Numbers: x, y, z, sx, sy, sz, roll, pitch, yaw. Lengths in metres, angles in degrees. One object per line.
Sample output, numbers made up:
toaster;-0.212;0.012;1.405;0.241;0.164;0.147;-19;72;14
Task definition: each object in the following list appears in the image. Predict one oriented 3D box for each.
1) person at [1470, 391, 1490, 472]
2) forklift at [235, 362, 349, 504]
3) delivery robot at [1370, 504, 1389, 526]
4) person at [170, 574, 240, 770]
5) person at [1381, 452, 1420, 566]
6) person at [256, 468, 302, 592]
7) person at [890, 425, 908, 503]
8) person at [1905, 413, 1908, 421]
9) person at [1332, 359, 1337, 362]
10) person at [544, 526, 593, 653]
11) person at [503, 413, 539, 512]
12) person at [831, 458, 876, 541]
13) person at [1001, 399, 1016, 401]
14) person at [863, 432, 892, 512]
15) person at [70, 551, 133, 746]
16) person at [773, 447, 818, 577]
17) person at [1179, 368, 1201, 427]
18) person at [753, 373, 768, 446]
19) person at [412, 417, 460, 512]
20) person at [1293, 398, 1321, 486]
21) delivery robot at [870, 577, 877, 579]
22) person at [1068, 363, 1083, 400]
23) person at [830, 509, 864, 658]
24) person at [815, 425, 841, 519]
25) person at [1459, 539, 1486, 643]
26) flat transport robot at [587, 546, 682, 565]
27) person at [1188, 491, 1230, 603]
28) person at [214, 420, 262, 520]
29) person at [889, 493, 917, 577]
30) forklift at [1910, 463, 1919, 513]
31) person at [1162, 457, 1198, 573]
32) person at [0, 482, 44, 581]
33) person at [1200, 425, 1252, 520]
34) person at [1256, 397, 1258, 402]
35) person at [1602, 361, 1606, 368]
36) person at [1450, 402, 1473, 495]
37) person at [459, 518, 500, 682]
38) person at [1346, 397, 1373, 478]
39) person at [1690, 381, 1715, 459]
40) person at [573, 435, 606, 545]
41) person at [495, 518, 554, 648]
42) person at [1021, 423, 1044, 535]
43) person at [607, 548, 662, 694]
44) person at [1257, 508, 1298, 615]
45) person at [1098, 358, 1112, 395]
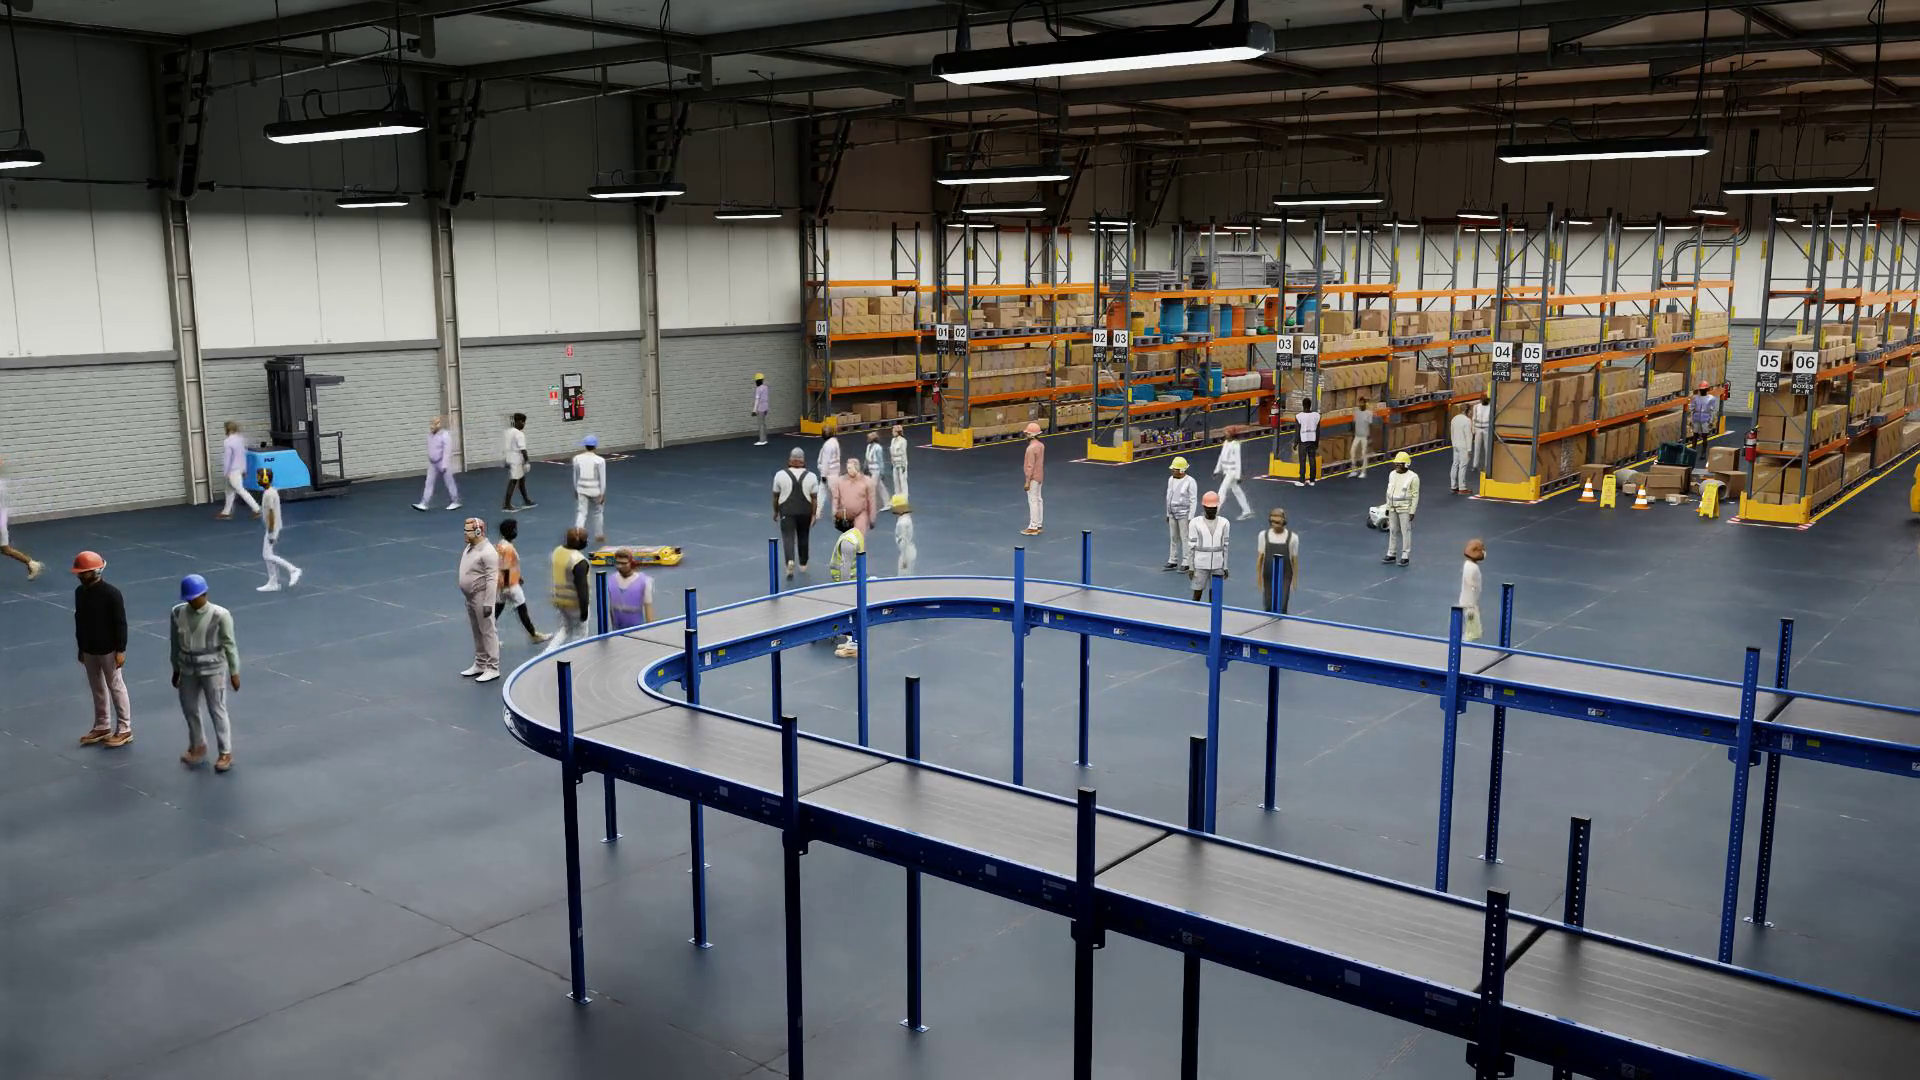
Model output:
person;12.175;-2.527;36.397;0.578;1.884;0.356;7;12;35
forklift;-13.803;-2.244;32.110;1.129;2.768;1.873;8;13;37
delivery robot;7.851;-0.490;28.516;0.707;0.478;0.477;-2;10;-13
person;-7.273;1.247;15.043;0.734;1.919;0.560;1;10;5
person;7.083;-0.511;25.181;0.403;1.835;0.586;-7;12;-34
person;-10.152;-0.158;23.150;0.522;1.848;0.531;-6;11;-28
person;-1.214;-1.483;31.230;0.317;1.630;0.516;-7;12;-34
person;25.642;-3.607;42.377;0.740;1.917;0.571;7;12;35
person;12.287;-5.066;51.052;0.542;1.752;0.516;10;14;44
person;-4.555;0.741;18.180;0.645;1.821;0.612;9;14;43
person;-8.637;-1.533;30.689;0.927;1.905;0.742;-9;13;-40
person;-1.654;-0.337;24.167;0.640;1.849;1.037;4;11;20
person;1.408;-4.349;46.358;0.611;1.985;0.393;1;10;8
person;-1.670;-1.308;30.350;0.830;1.582;0.583;-5;11;-24
person;-8.663;1.086;15.742;0.623;1.989;0.400;4;11;22
person;-2.548;-0.444;24.338;0.686;2.000;0.916;-2;10;-12
person;6.843;-4.236;46.453;0.883;1.728;0.523;-9;13;-41
person;-5.309;-3.484;41.673;0.383;1.923;0.601;2;10;13
person;-10.213;-1.467;30.511;0.664;1.844;1.018;6;12;30
person;7.560;-2.133;34.085;0.587;1.914;0.391;-2;10;-12
delivery robot;-1.194;0.623;21.521;0.335;0.223;0.698;4;11;21
person;3.639;-4.720;49.272;0.553;1.683;0.363;5;11;26
person;-1.396;0.519;19.401;0.430;1.835;0.619;1;10;6
person;-2.450;-1.283;29.637;0.940;1.801;0.635;0;10;3
person;6.013;0.780;18.491;0.413;1.619;0.524;3;11;18
flat transport robot;-5.292;0.243;25.452;1.431;0.197;0.652;0;10;1
person;3.216;0.323;20.189;0.547;1.938;0.377;-2;10;-9
person;-13.651;-1.316;29.536;0.968;1.903;0.639;0;10;-1
person;-0.690;0.219;21.367;0.559;1.725;0.500;0;10;3
forklift;19.034;-1.348;28.998;2.313;2.155;1.214;8;13;37
person;3.452;-0.403;24.586;0.404;1.829;0.592;-7;12;-35
person;-14.357;-0.281;23.426;0.609;2.014;0.917;9;14;42
person;5.069;-1.250;29.379;1.044;1.826;0.582;-1;10;-5
person;10.018;-5.549;54.245;0.842;1.594;0.512;8;13;38
person;19.472;-4.483;47.303;0.661;1.905;0.620;9;14;41
person;10.555;-1.931;32.880;0.372;1.939;0.631;-3;11;-18
person;-5.620;0.686;18.233;0.406;1.911;0.639;-8;13;-40
person;9.010;-2.300;35.201;0.537;1.846;0.698;9;13;41
person;18.379;-2.978;38.772;0.548;1.936;0.378;9;13;40
person;-6.363;-0.838;26.779;0.601;1.926;0.849;1;10;6
person;-5.639;0.540;19.761;0.861;1.646;0.544;-5;11;-25
person;1.314;-1.100;28.035;0.374;1.997;0.613;4;11;22
person;-3.538;0.968;16.967;0.579;1.825;0.858;4;11;20
person;4.006;0.476;19.686;0.532;1.828;0.631;3;11;19
person;4.800;-5.154;51.454;0.669;1.786;0.459;-3;10;-16
